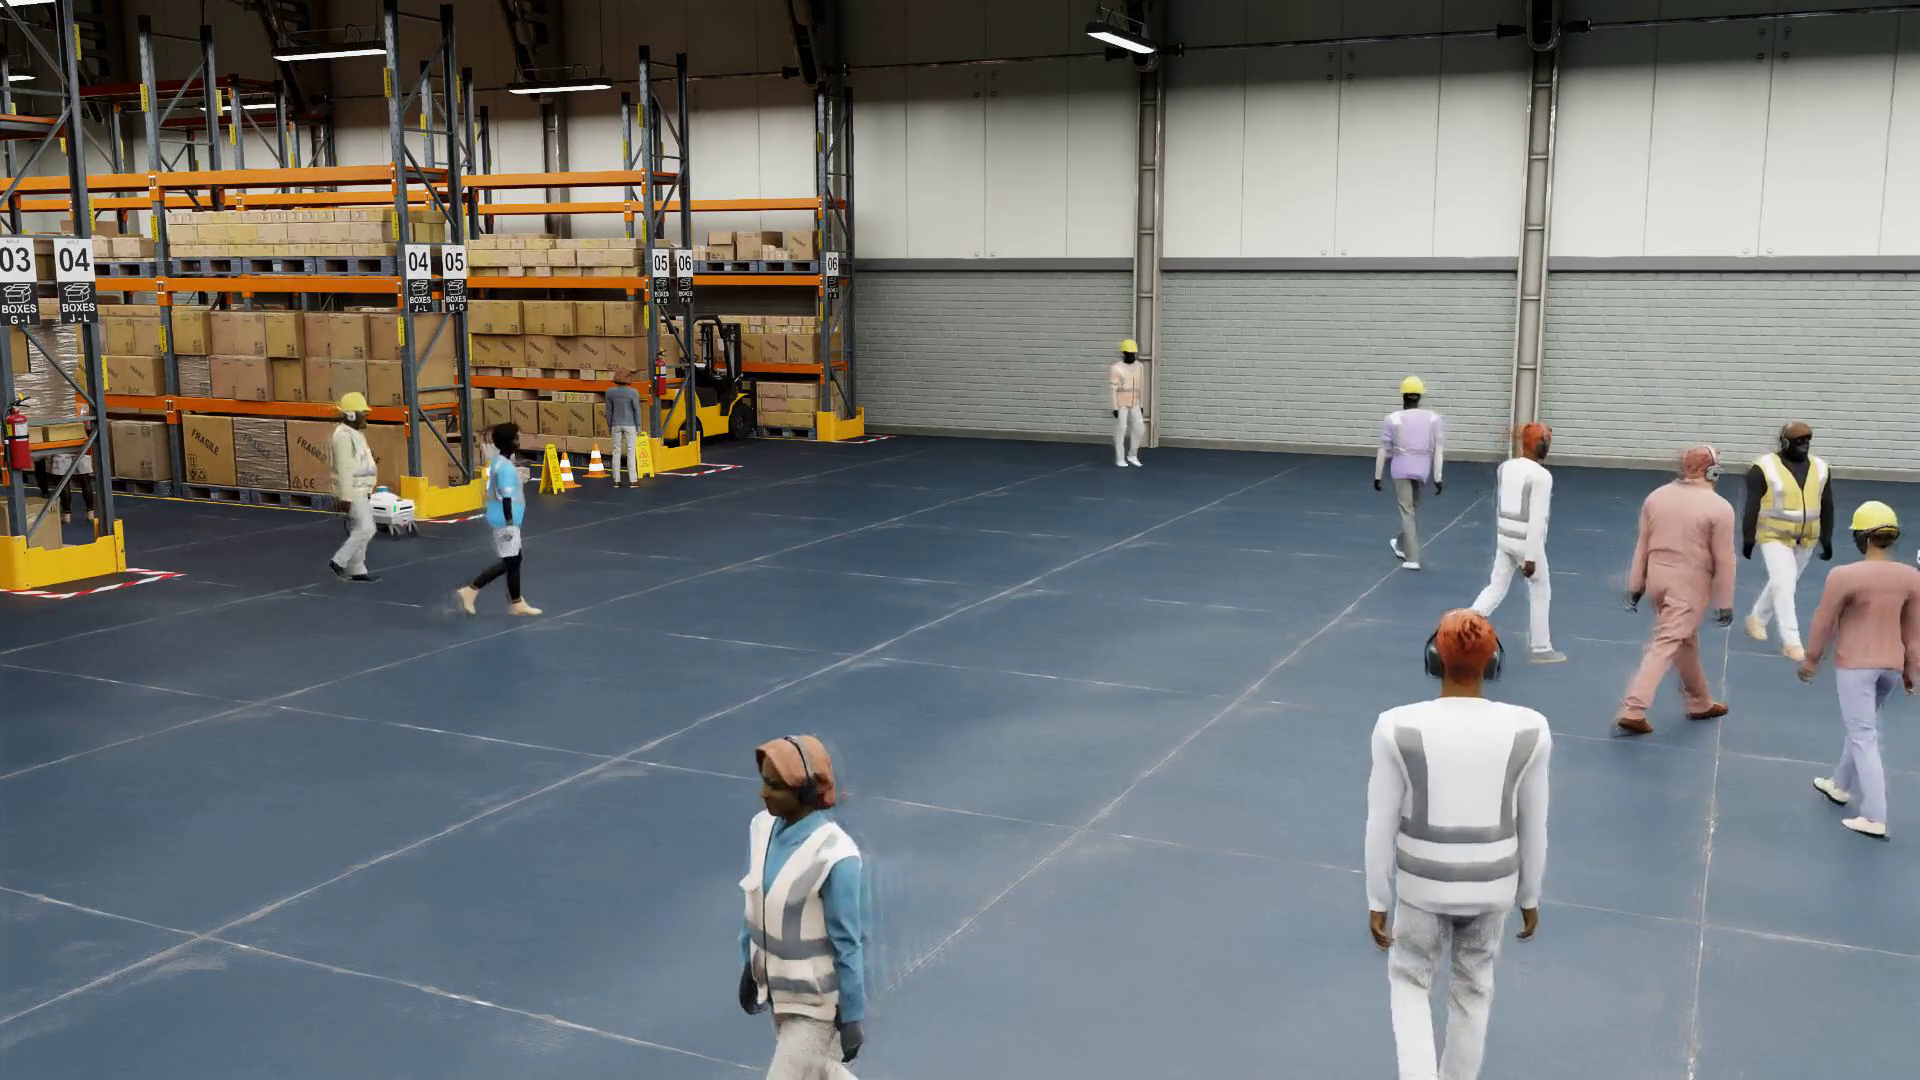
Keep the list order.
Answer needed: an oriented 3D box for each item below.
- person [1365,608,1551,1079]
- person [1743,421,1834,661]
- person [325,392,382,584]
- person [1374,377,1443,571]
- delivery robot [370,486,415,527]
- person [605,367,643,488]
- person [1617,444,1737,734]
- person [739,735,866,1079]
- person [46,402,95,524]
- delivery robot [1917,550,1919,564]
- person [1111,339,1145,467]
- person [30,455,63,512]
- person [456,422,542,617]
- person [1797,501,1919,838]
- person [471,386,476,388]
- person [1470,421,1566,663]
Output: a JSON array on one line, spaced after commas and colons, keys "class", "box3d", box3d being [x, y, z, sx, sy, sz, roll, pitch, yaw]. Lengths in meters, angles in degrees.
[{"class": "person", "box3d": [1.609, 1.151, 5.390, 0.581, 1.867, 0.566, 1, 9, 7]}, {"class": "person", "box3d": [6.372, -0.033, 12.857, 0.624, 1.805, 0.950, -1, 9, -5]}, {"class": "person", "box3d": [-5.629, -0.467, 15.476, 0.418, 1.818, 0.599, -2, 10, -14]}, {"class": "person", "box3d": [4.430, -0.675, 16.536, 0.615, 1.873, 0.969, -1, 9, -6]}, {"class": "delivery robot", "box3d": [-6.350, -0.348, 18.303, 0.707, 0.478, 0.477, 5, 10, 27]}, {"class": "person", "box3d": [-4.536, -1.520, 22.475, 0.507, 1.633, 0.278, 2, 9, 13]}, {"class": "person", "box3d": [4.604, 0.314, 10.612, 1.046, 1.850, 0.655, -4, 10, -22]}, {"class": "person", "box3d": [-0.432, 1.346, 4.994, 0.800, 1.604, 0.525, -7, 11, -35]}, {"class": "person", "box3d": [-10.323, -1.033, 19.297, 0.542, 1.696, 0.316, -9, 13, -43]}, {"class": "delivery robot", "box3d": [8.944, 0.223, 14.802, 0.707, 0.478, 0.477, 3, 10, 17]}, {"class": "person", "box3d": [2.508, -2.019, 24.698, 0.610, 1.904, 0.573, -5, 11, -29]}, {"class": "person", "box3d": [-11.092, -1.276, 20.144, 0.649, 1.898, 1.040, -5, 11, -29]}, {"class": "person", "box3d": [-3.890, -0.152, 13.941, 0.633, 1.684, 0.541, -3, 10, -19]}, {"class": "person", "box3d": [4.746, 0.655, 8.867, 0.530, 1.731, 0.846, -2, 9, -11]}, {"class": "person", "box3d": [-8.023, -2.640, 28.342, 0.932, 1.952, 0.610, 4, 10, 25]}, {"class": "person", "box3d": [4.084, 0.037, 12.312, 0.960, 1.854, 0.585, -4, 10, -21]}]
